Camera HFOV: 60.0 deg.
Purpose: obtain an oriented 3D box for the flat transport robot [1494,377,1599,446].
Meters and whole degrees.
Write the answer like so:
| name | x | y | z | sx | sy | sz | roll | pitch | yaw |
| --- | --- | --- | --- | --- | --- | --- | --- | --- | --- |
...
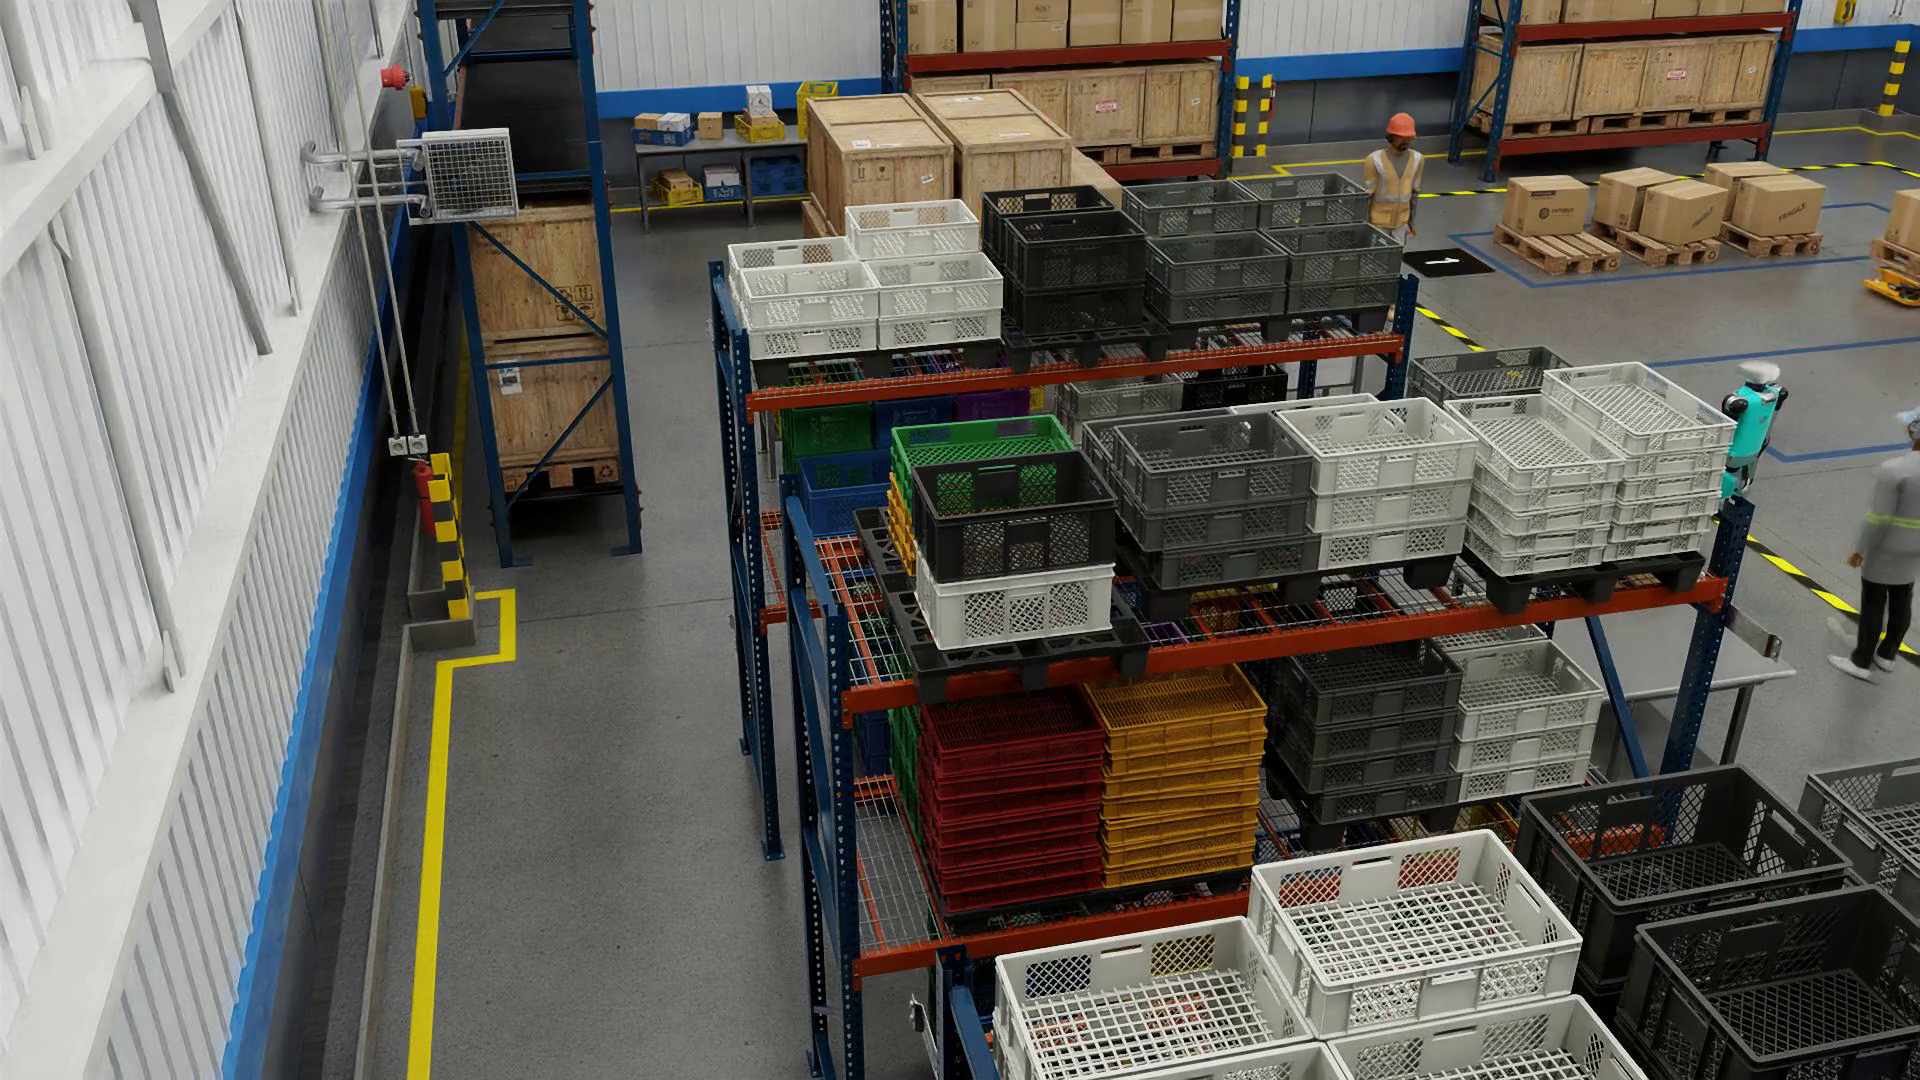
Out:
| name | x | y | z | sx | sy | sz | roll | pitch | yaw |
| --- | --- | --- | --- | --- | --- | --- | --- | --- | --- |
| flat transport robot | 4.780 | -1.036 | 14.013 | 0.659 | 0.231 | 1.431 | -6 | 28 | -12 |

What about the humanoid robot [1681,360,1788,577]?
| name | x | y | z | sx | sy | sz | roll | pitch | yaw |
| --- | --- | --- | --- | --- | --- | --- | --- | --- | --- |
| humanoid robot | 5.035 | -0.488 | 11.256 | 0.533 | 1.674 | 0.735 | -15 | 31 | -26 |

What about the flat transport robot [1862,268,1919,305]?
| name | x | y | z | sx | sy | sz | roll | pitch | yaw |
| --- | --- | --- | --- | --- | --- | --- | --- | --- | --- |
| flat transport robot | 10.099 | -2.647 | 17.038 | 1.431 | 0.197 | 0.652 | -6 | 28 | -12 |

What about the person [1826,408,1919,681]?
| name | x | y | z | sx | sy | sz | roll | pitch | yaw |
| --- | --- | --- | --- | --- | --- | --- | --- | --- | --- |
| person | 5.814 | 0.002 | 10.345 | 0.596 | 1.850 | 0.395 | -8 | 29 | -14 |

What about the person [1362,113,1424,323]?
| name | x | y | z | sx | sy | sz | roll | pitch | yaw |
| --- | --- | --- | --- | --- | --- | --- | --- | --- | --- |
| person | 4.123 | -3.073 | 15.972 | 0.606 | 2.048 | 0.366 | -7 | 29 | -13 |
